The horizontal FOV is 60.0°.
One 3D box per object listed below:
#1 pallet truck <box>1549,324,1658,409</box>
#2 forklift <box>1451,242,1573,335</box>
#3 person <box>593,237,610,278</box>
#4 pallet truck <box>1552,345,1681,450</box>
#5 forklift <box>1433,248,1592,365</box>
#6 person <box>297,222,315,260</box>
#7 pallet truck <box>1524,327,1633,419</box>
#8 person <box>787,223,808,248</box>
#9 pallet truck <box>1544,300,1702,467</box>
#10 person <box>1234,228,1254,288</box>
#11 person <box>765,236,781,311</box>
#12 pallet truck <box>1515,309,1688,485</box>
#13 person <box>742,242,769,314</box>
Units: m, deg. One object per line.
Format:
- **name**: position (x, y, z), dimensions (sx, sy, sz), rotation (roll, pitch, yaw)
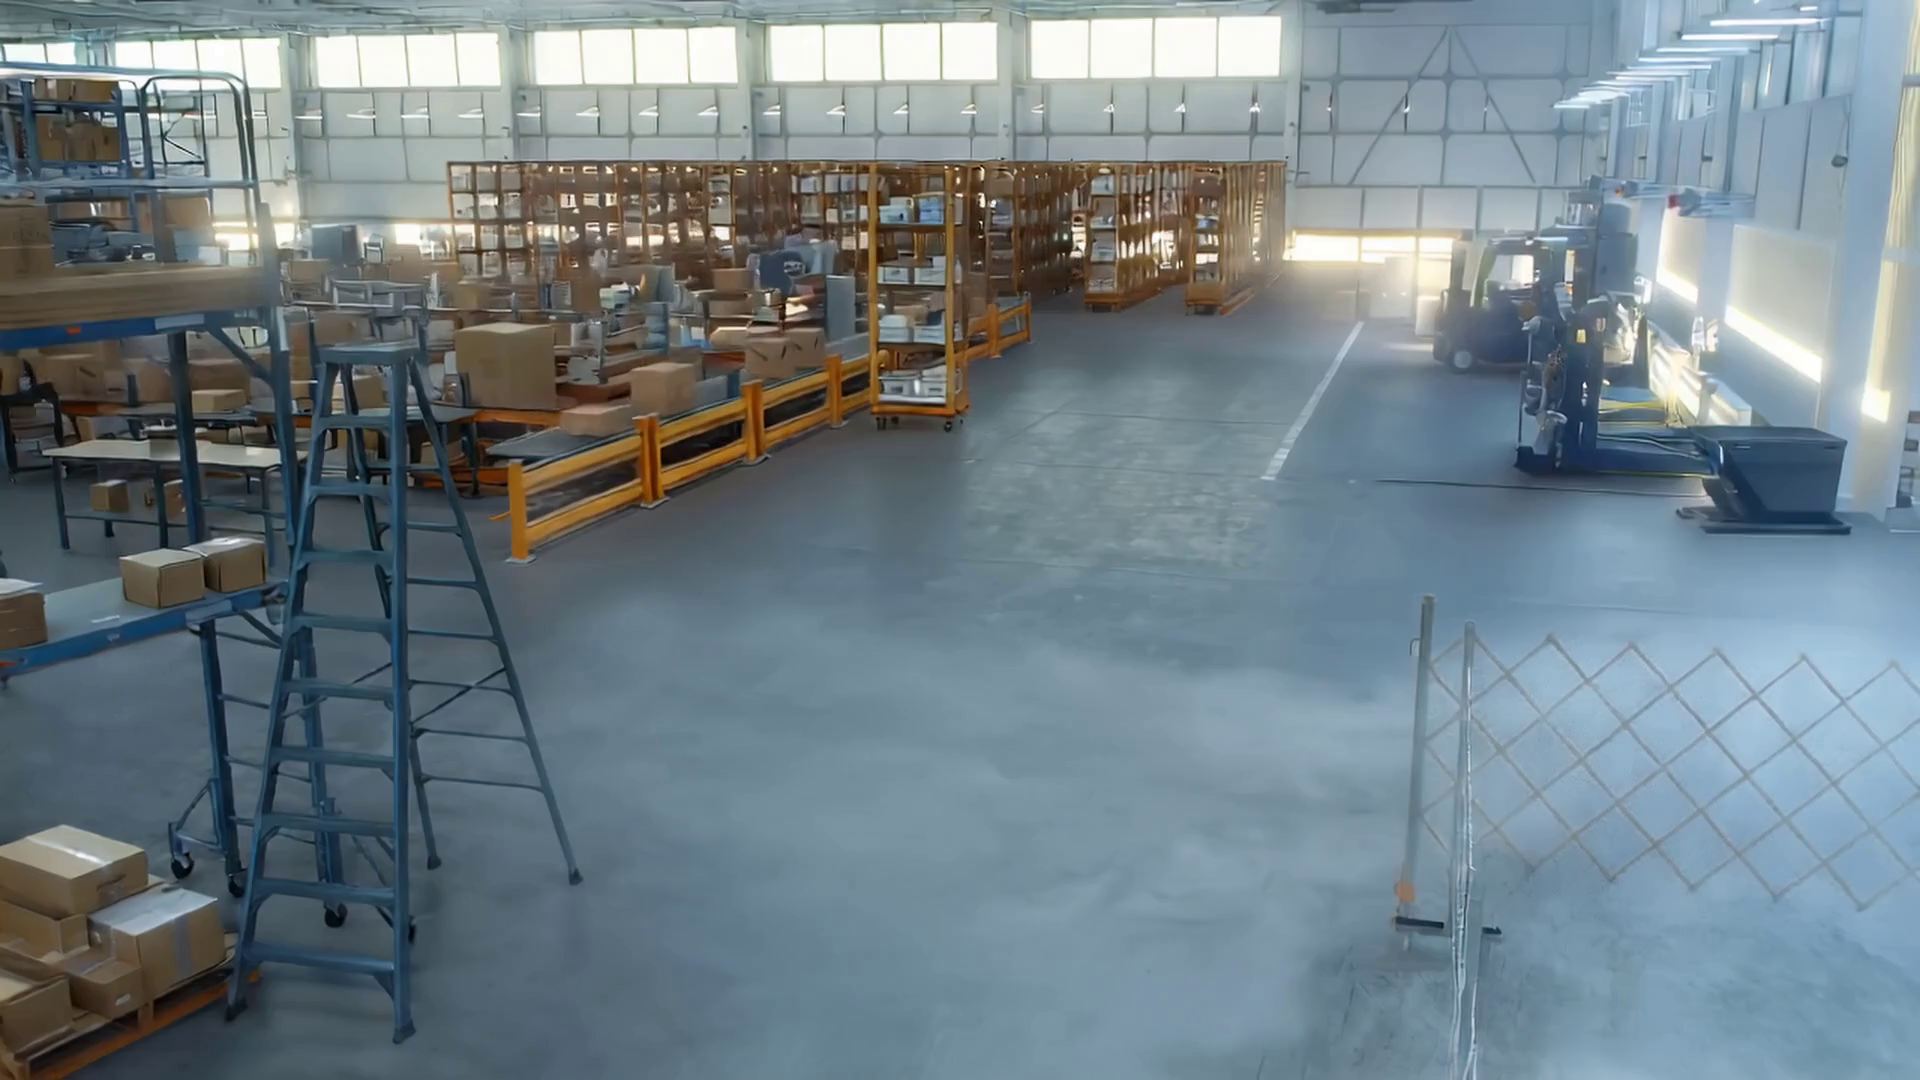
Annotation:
- **pallet truck**: position (9.824, -2.669, 25.407), dimensions (1.601, 1.201, 0.680), rotation (4, 14, 16)
- **forklift**: position (10.464, -4.597, 31.405), dimensions (2.680, 1.987, 1.157), rotation (4, 14, 16)
- **person**: position (-8.851, -6.635, 41.337), dimensions (0.925, 1.791, 0.601), rotation (4, 14, 16)
- **pallet truck**: position (8.641, -1.896, 21.908), dimensions (1.630, 1.274, 0.653), rotation (4, 14, 16)
- **forklift**: position (9.780, -4.111, 29.280), dimensions (2.680, 1.987, 1.157), rotation (3, 13, 14)
- **person**: position (-21.489, -9.646, 54.695), dimensions (0.465, 1.612, 0.541), rotation (9, 16, 33)
- **pallet truck**: position (9.065, -2.460, 24.370), dimensions (1.522, 1.261, 0.704), rotation (3, 13, 14)
- **person**: position (-4.372, -7.607, 45.057), dimensions (0.613, 2.003, 0.976), rotation (2, 13, 6)
- **pallet truck**: position (8.263, -1.952, 20.631), dimensions (1.885, 1.965, 0.823), rotation (5, 14, 20)
- **person**: position (7.754, -7.805, 45.972), dimensions (0.641, 1.969, 0.636), rotation (7, 15, 27)
- **person**: position (-4.472, -6.483, 40.590), dimensions (0.722, 1.818, 0.595), rotation (7, 15, 26)
- **pallet truck**: position (7.554, -1.677, 19.446), dimensions (1.885, 1.965, 0.823), rotation (3, 13, 14)
- **person**: position (-4.898, -6.237, 39.737), dimensions (0.898, 1.726, 0.523), rotation (7, 15, 28)
